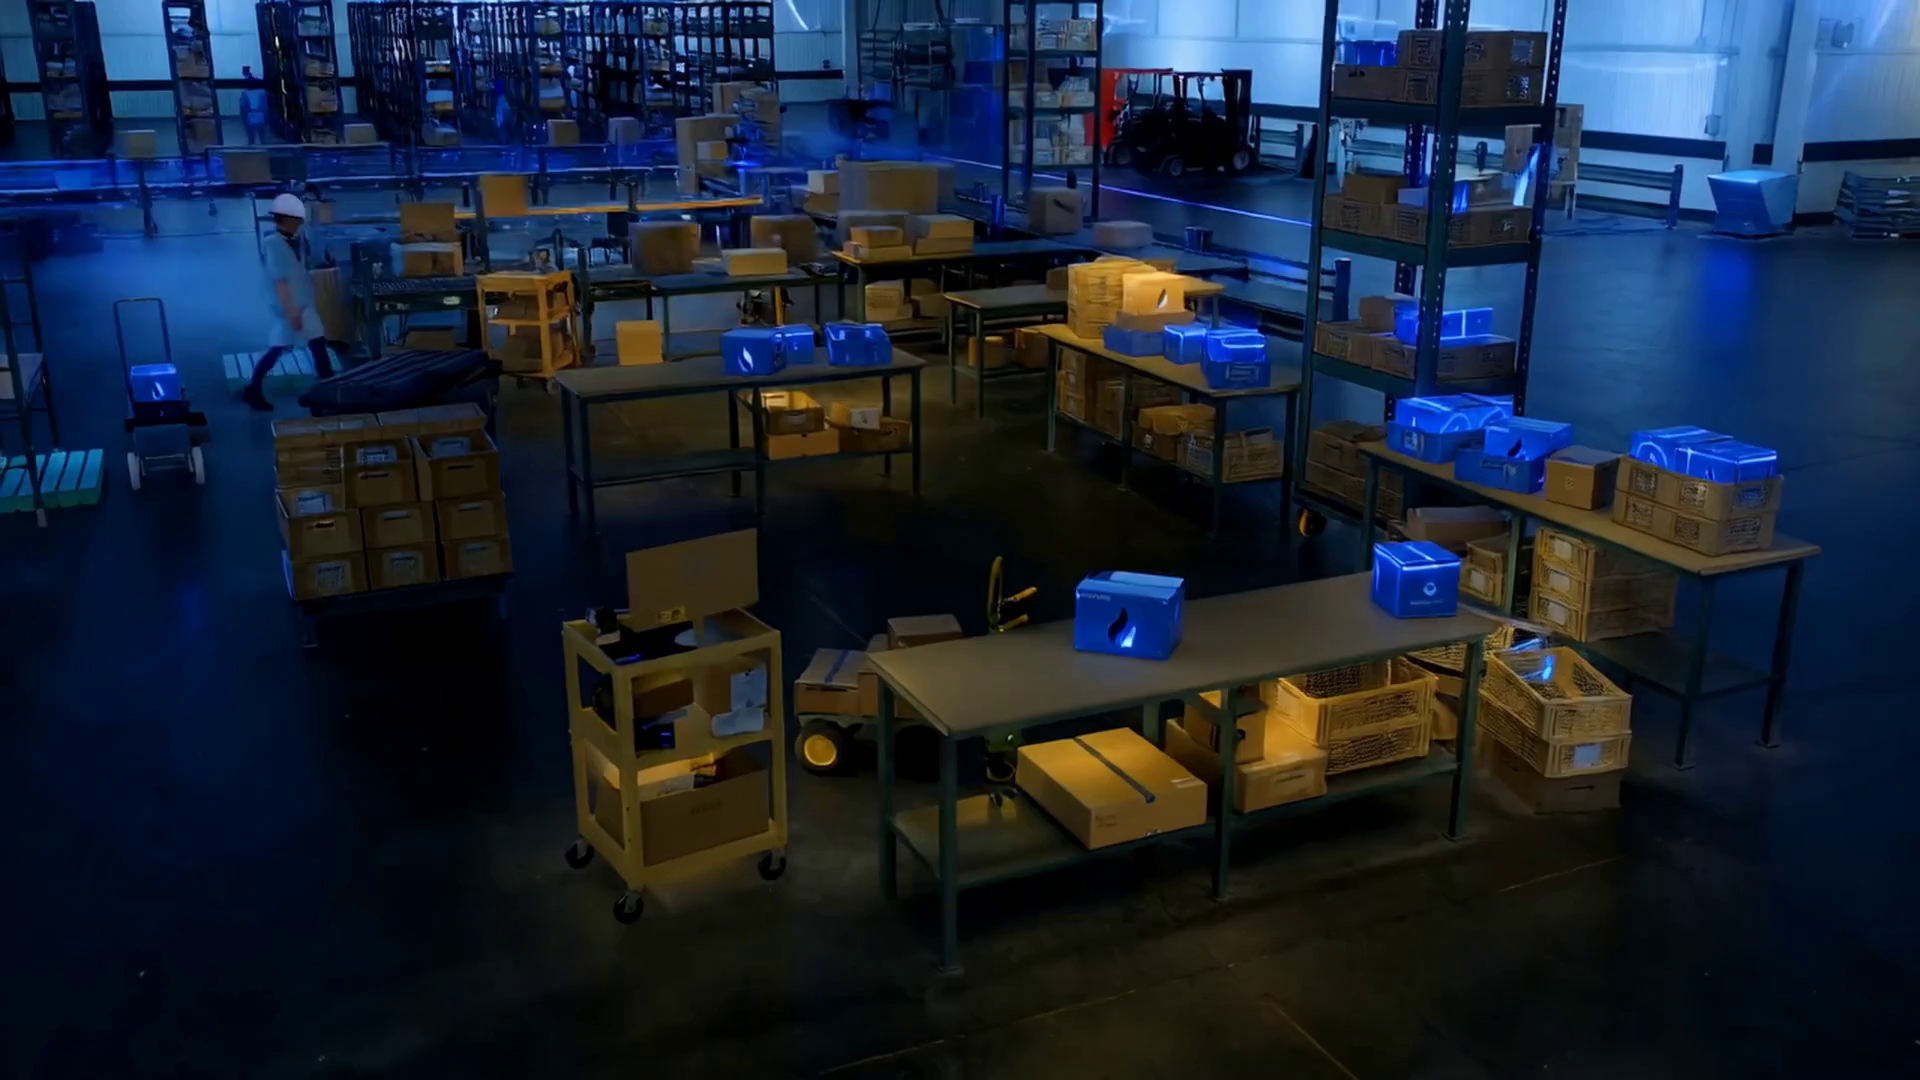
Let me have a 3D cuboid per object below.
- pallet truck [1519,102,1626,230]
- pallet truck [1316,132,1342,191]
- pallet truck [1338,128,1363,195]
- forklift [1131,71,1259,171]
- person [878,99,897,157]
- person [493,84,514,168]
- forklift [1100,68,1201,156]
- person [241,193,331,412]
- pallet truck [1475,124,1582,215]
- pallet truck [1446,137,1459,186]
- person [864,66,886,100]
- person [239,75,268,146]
[{"bbox_3d":[9.972,-6.037,26.785,1.885,1.965,0.823,-9,20,-25],"label":"pallet truck"},{"bbox_3d":[7.723,-7.504,32.656,1.601,1.201,0.680,-8,19,-23],"label":"pallet truck"},{"bbox_3d":[7.845,-7.140,31.411,1.522,1.261,0.704,-9,20,-25],"label":"pallet truck"},{"bbox_3d":[4.998,-8.936,35.413,2.680,1.987,1.157,-9,20,-25],"label":"forklift"},{"bbox_3d":[-1.378,-7.683,32.376,0.416,1.754,0.526,10,20,29],"label":"person"},{"bbox_3d":[-10.145,-9.261,37.226,0.595,1.830,0.574,-8,19,-24],"label":"person"},{"bbox_3d":[4.082,-9.564,37.410,2.680,1.987,1.157,-8,19,-23],"label":"forklift"},{"bbox_3d":[-5.827,-2.031,14.352,0.991,1.896,0.558,2,18,8],"label":"person"},{"bbox_3d":[9.707,-6.455,28.103,1.885,1.965,0.823,-7,19,-20],"label":"pallet truck"},{"bbox_3d":[9.184,-6.485,29.328,1.630,1.274,0.653,-8,19,-23],"label":"pallet truck"},{"bbox_3d":[-2.289,-11.690,44.638,0.627,1.972,0.655,3,18,9],"label":"person"},{"bbox_3d":[-16.143,-9.626,38.128,0.610,1.995,1.069,-11,21,-32],"label":"person"}]
